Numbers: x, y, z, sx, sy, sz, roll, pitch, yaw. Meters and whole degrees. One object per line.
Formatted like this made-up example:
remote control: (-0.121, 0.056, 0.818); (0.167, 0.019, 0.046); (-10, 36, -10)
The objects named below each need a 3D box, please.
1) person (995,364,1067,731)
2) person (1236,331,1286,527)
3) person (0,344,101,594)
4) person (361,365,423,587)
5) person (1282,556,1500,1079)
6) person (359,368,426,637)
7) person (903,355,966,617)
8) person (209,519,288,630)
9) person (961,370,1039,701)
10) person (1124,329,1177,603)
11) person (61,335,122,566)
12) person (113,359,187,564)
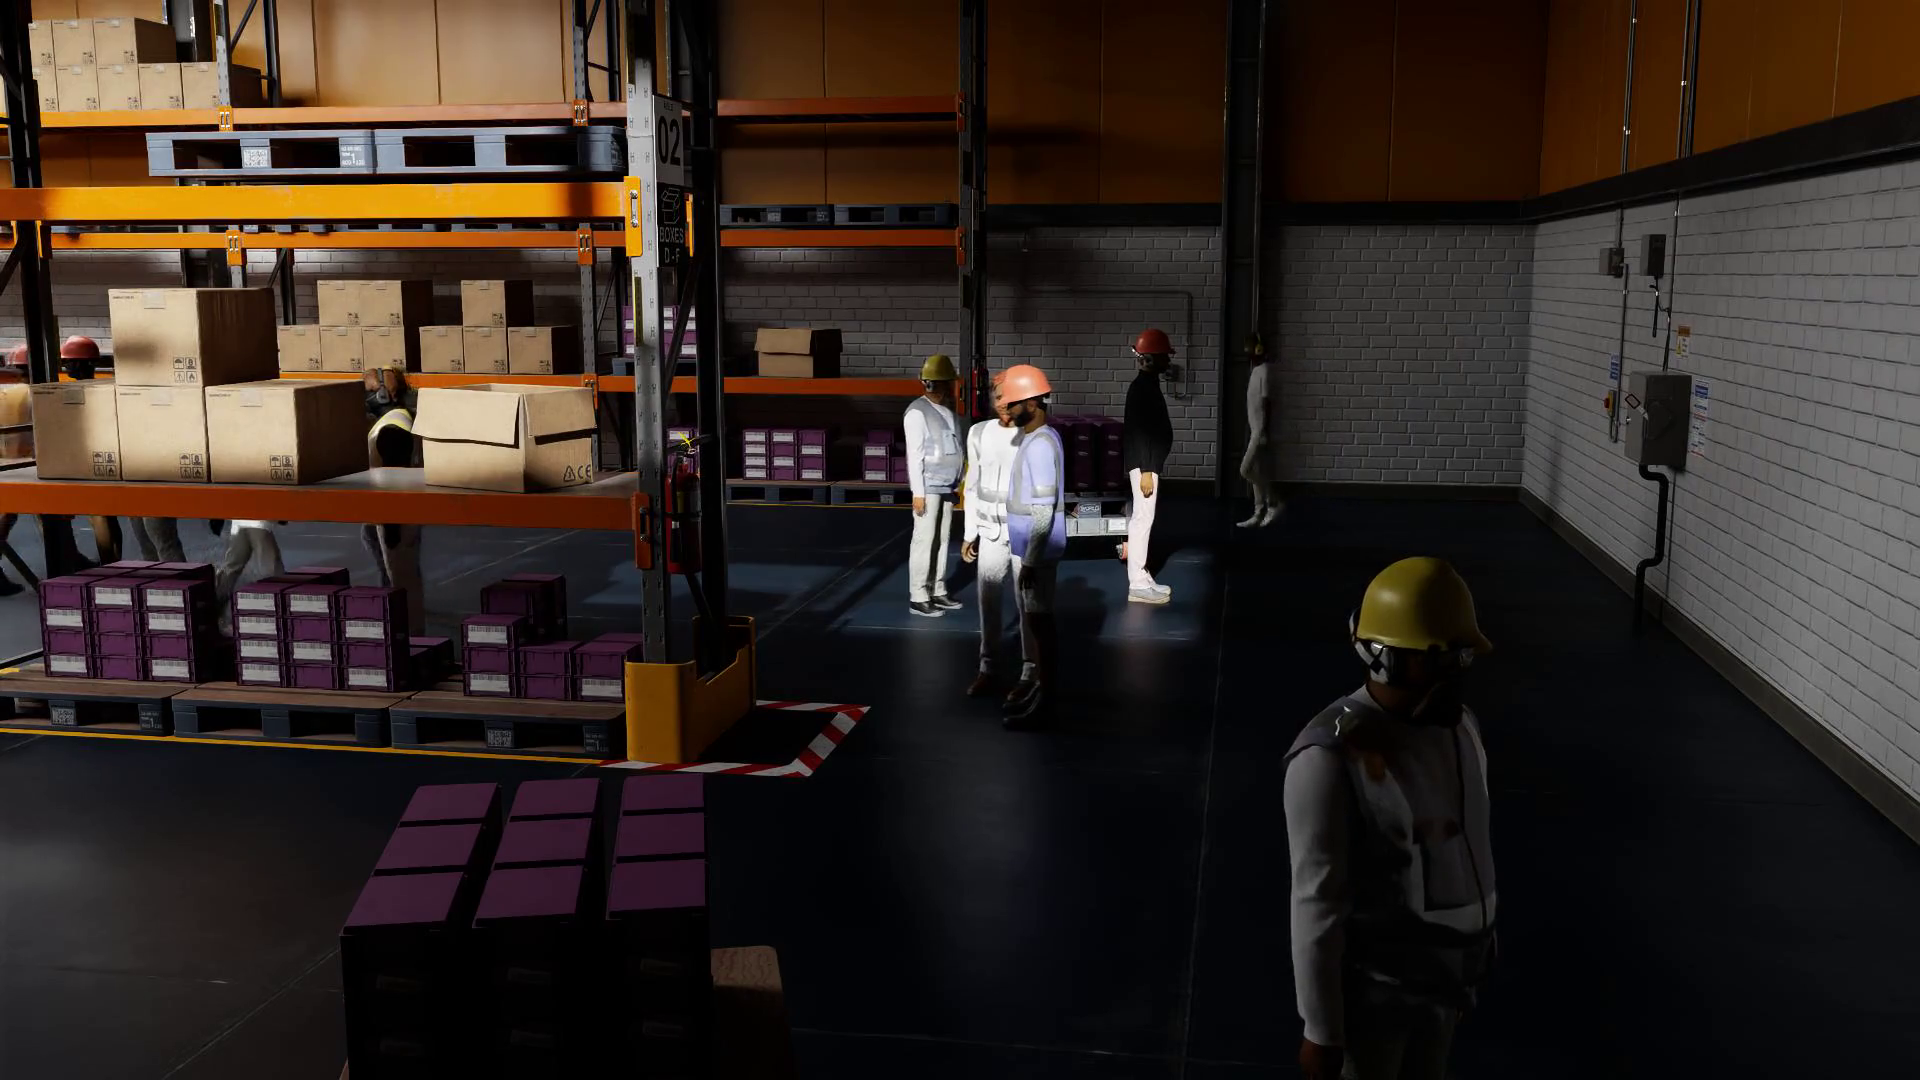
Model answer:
person: (0.373, 0.042, 8.768); (0.375, 1.931, 0.542); (1, 9, 4)
person: (2.785, -1.020, 15.580); (0.401, 1.855, 0.544); (0, 9, -1)
person: (-7.054, -0.550, 12.625); (0.550, 1.872, 1.054); (3, 10, 17)
person: (-4.002, -0.353, 11.743); (0.410, 1.750, 0.559); (7, 12, 38)
person: (0.924, 0.934, 3.534); (0.599, 1.830, 0.403); (-9, 13, -43)
person: (-3.483, -0.139, 10.207); (0.430, 1.835, 0.622); (-4, 10, -21)
person: (-0.165, -0.385, 11.731); (0.404, 1.829, 0.608); (5, 10, 28)
person: (-4.643, -0.277, 10.962); (1.002, 1.860, 0.609); (0, 9, 2)
person: (0.284, -0.026, 9.362); (0.584, 1.878, 0.354); (5, 11, 30)
person: (1.386, -0.543, 12.195); (0.381, 1.994, 0.614); (2, 9, 10)
person: (-6.511, -0.557, 12.462); (0.358, 1.938, 0.542); (-2, 9, -11)
person: (-5.485, -0.358, 11.243); (0.627, 1.934, 0.371); (7, 12, 38)
